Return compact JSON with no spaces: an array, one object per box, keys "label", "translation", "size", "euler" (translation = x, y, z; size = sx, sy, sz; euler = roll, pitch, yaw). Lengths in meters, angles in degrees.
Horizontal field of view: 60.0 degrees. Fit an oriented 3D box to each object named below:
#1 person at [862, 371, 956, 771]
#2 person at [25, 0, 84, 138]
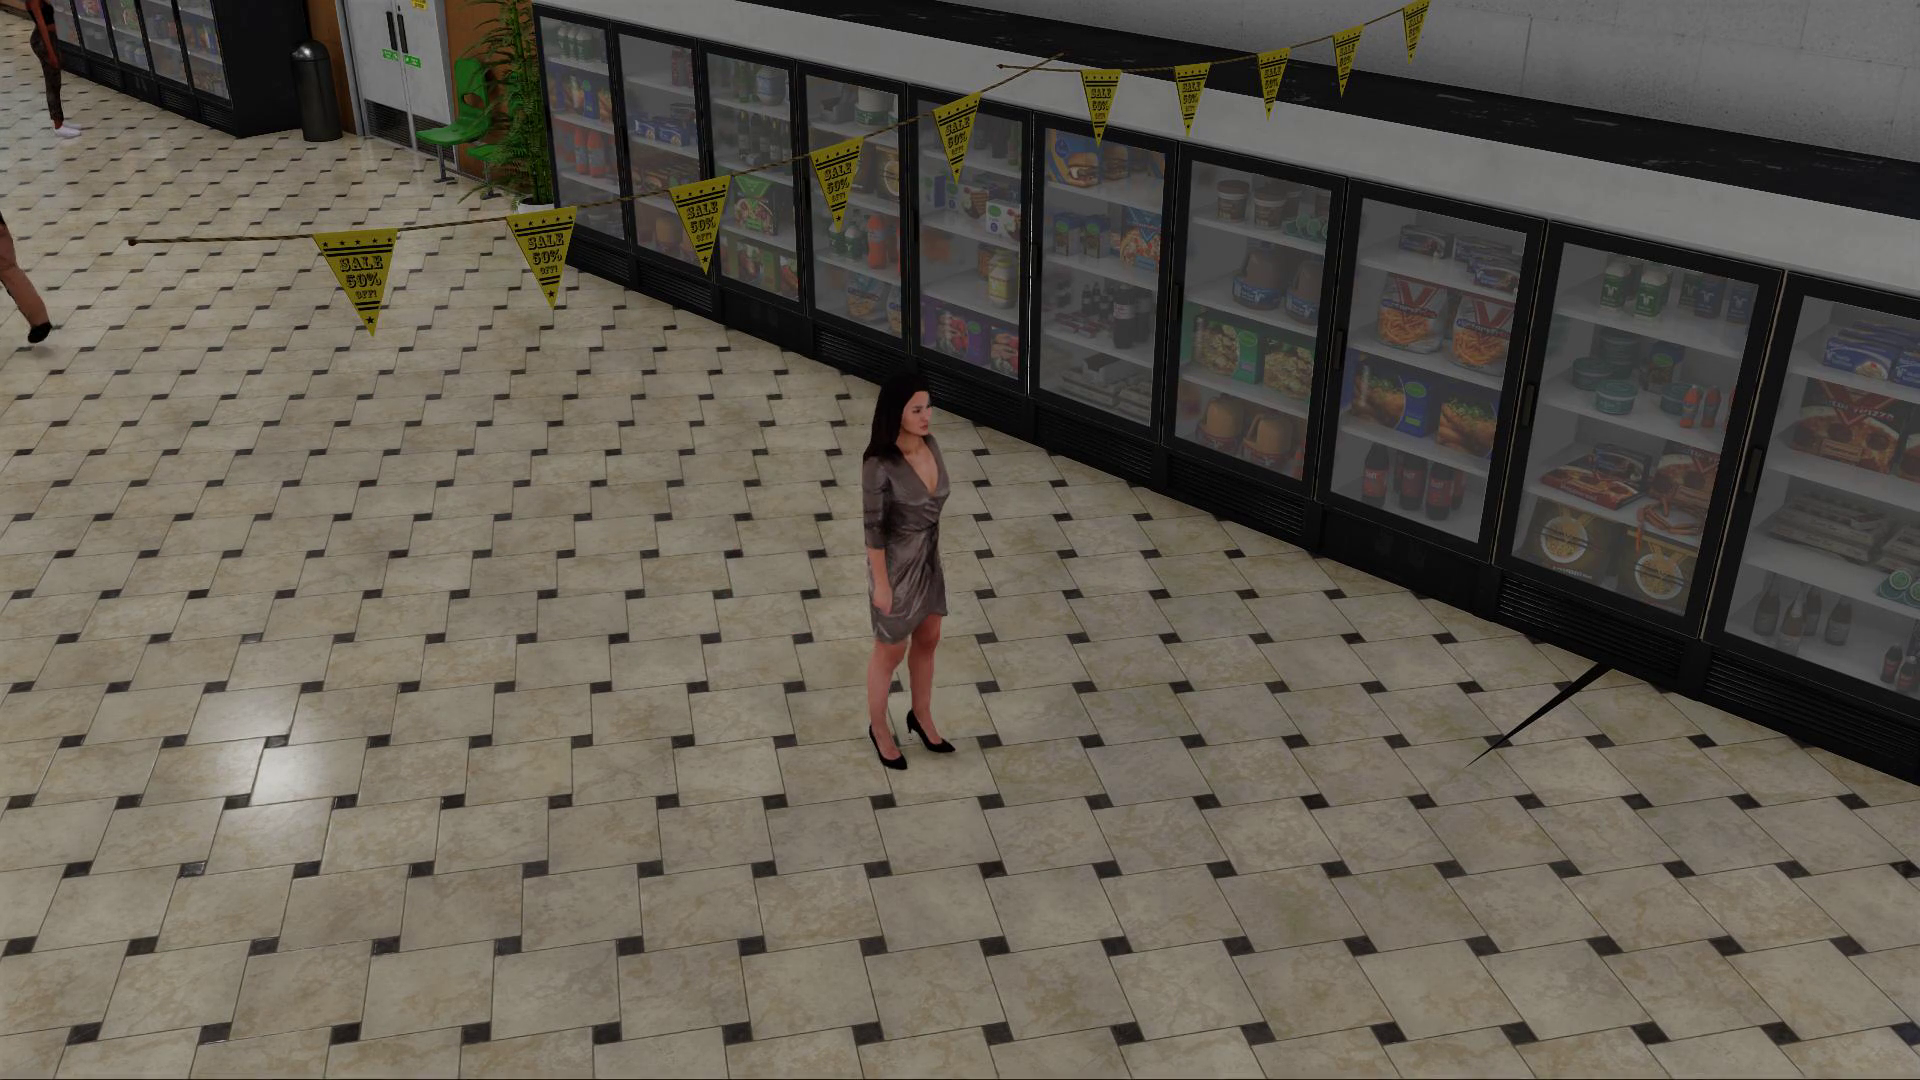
[{"label":"person","translation":[-0.234,0.127,6.752],"size":[0.692,1.748,0.503],"euler":[18,32,32]},{"label":"person","translation":[-9.261,-4.984,16.886],"size":[0.643,1.699,0.649],"euler":[-10,28,-19]}]
